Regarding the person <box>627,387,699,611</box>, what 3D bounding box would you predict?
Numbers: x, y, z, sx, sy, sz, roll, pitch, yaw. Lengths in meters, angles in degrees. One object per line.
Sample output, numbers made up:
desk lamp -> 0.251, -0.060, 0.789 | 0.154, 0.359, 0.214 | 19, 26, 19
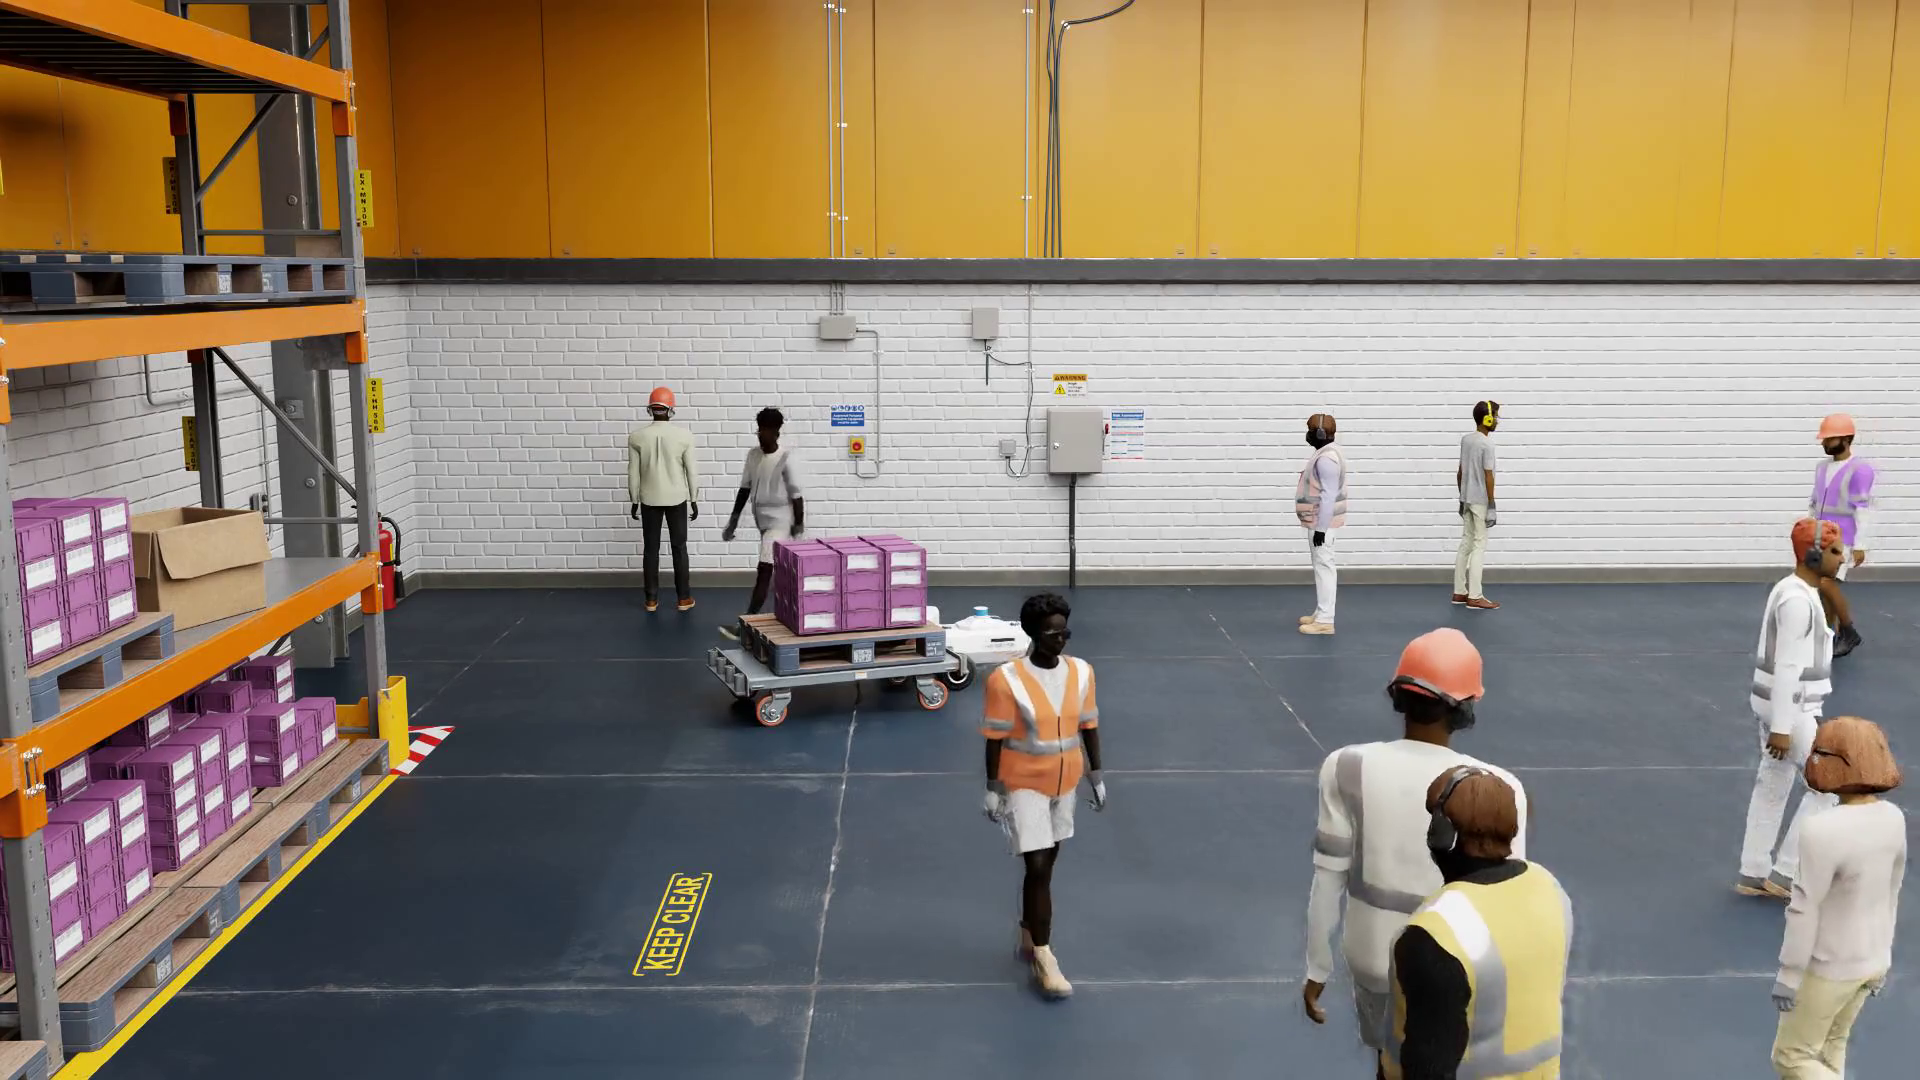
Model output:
person -> -2.628, -0.361, 14.775 | 0.622, 1.993, 0.383 | -1, 9, -4

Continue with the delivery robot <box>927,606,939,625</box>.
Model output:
delivery robot -> -0.397, 0.663, 12.619 | 0.477, 0.478, 0.707 | 2, 9, 13

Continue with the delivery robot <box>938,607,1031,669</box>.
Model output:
delivery robot -> 0.154, 0.732, 12.193 | 0.707, 0.478, 0.477 | -2, 9, -13

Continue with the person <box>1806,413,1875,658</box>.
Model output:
person -> 6.754, -0.017, 12.882 | 0.399, 1.924, 0.583 | -1, 9, -8

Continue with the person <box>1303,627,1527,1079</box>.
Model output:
person -> 1.335, 1.255, 4.928 | 0.614, 1.992, 1.068 | 6, 11, 31

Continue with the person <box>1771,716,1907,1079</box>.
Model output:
person -> 2.843, 1.373, 5.294 | 0.517, 1.616, 0.545 | -6, 11, -32

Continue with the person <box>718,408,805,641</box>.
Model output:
person -> -1.623, -0.119, 13.566 | 0.984, 1.897, 0.649 | -8, 12, -39

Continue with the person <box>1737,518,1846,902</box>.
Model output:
person -> 4.015, 0.827, 7.874 | 0.562, 1.865, 0.623 | 4, 10, 25

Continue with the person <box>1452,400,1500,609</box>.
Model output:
person -> 4.648, -0.319, 14.920 | 0.309, 1.864, 0.535 | -2, 10, -14

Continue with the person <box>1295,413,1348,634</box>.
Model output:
person -> 3.005, -0.138, 13.879 | 0.428, 1.842, 0.631 | 2, 10, 14

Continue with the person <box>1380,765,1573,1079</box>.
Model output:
person -> 1.342, 1.469, 4.206 | 0.636, 1.800, 0.939 | -8, 12, -40

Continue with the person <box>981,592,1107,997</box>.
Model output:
person -> 0.413, 1.061, 7.005 | 0.553, 1.671, 0.683 | -6, 11, -32
